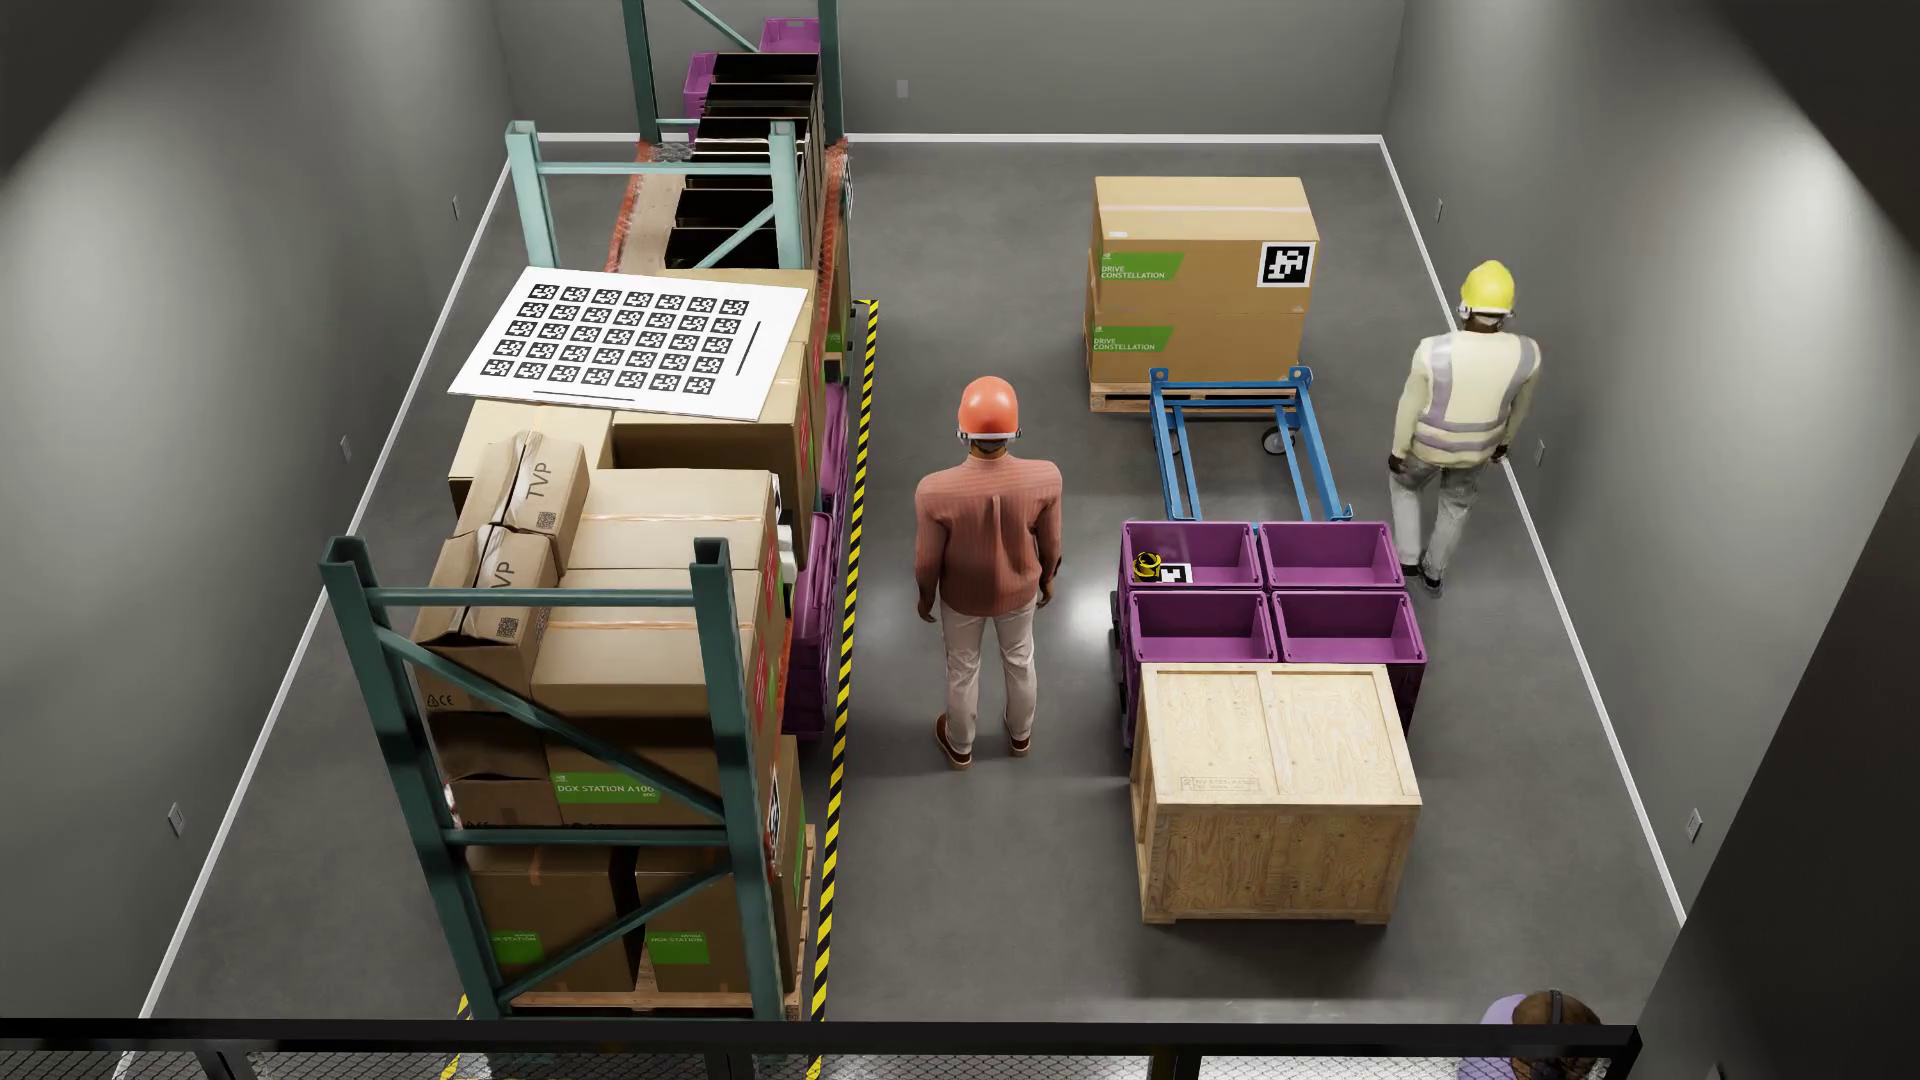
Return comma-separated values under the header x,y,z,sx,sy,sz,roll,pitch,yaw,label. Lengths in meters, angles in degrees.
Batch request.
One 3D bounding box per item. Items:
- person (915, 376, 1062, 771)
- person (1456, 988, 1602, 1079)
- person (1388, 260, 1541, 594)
x,y,z,sx,sy,sz,roll,pitch,yaw,label
0.111,0.172,6.876,0.613,1.994,0.382,-9,42,-11,person
1.536,1.929,4.913,0.379,1.940,0.629,13,43,14,person
2.304,-0.487,7.760,0.610,1.816,0.428,-1,41,-1,person
